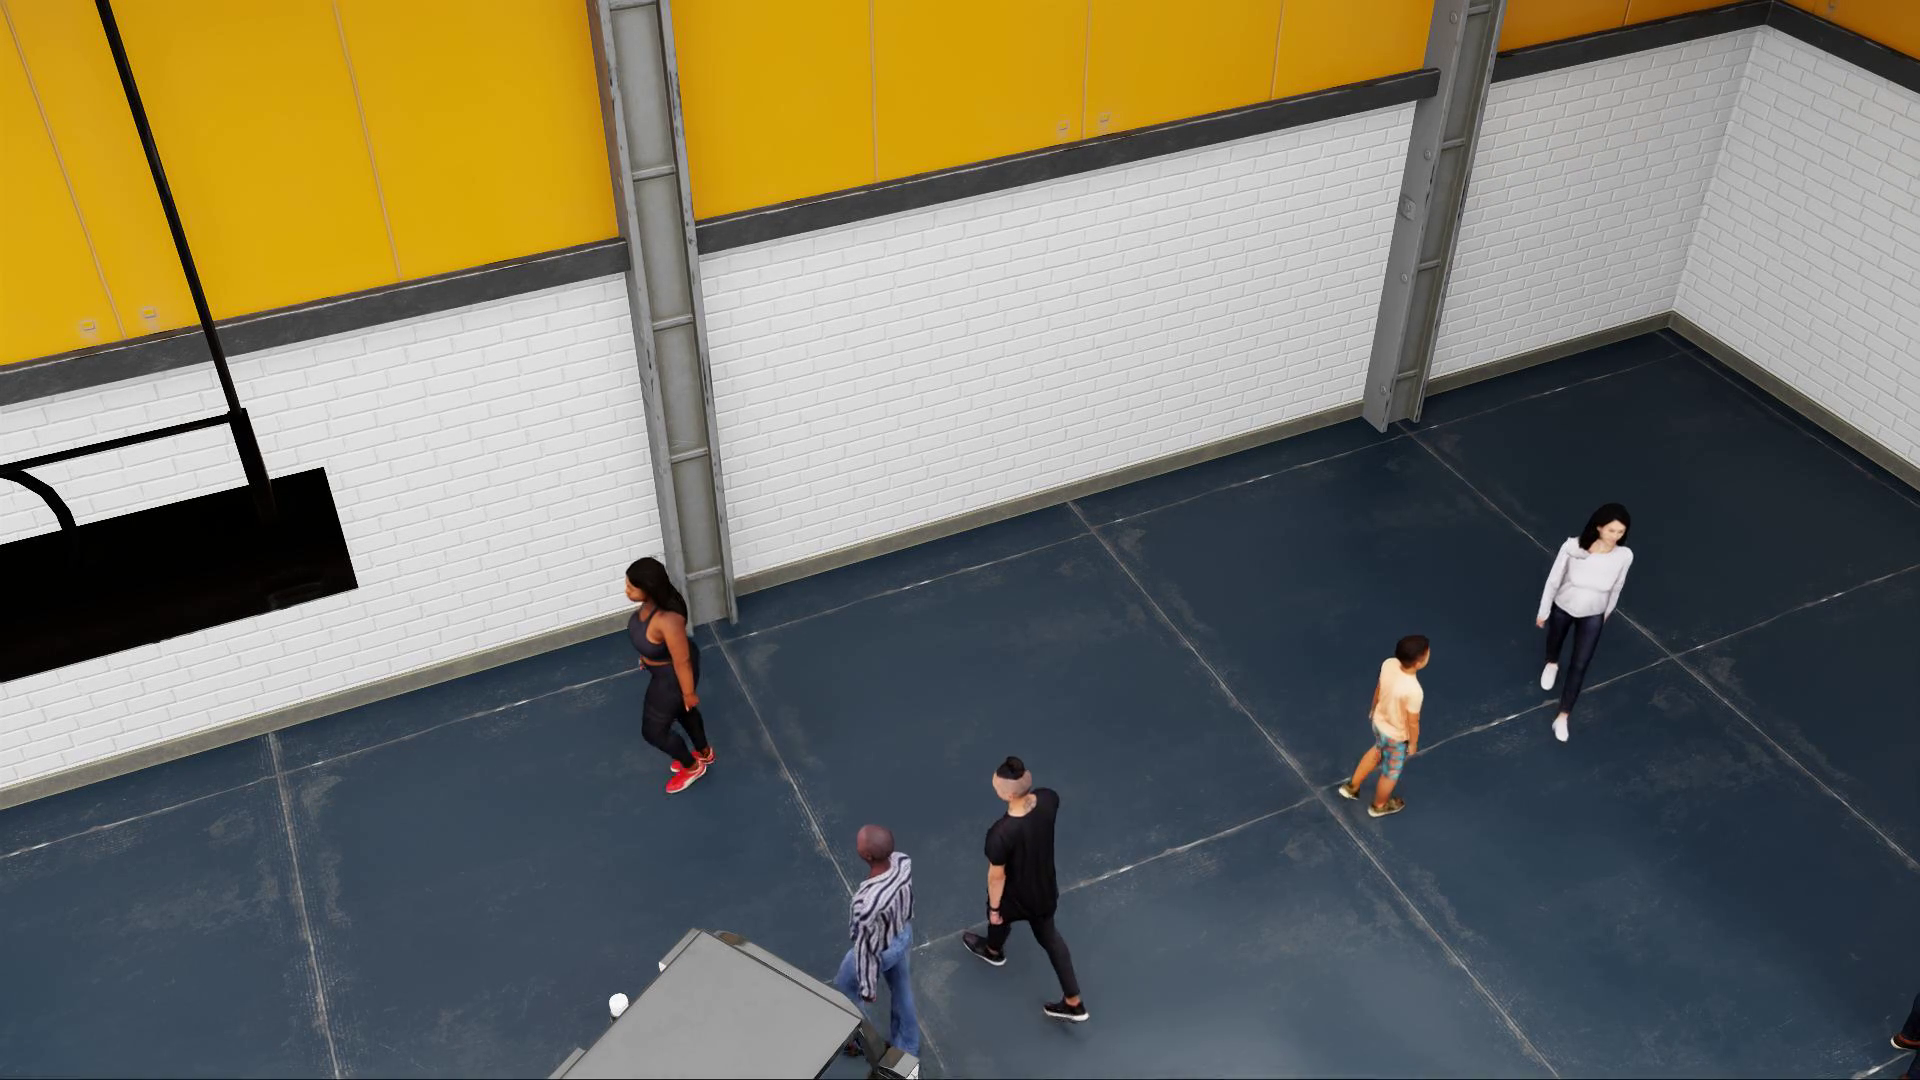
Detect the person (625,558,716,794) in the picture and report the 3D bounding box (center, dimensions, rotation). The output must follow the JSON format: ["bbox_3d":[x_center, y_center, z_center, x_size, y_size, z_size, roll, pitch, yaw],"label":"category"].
[{"bbox_3d":[-1.687,0.790,10.231,0.705,1.799,0.702,-11,40,-14],"label":"person"}]

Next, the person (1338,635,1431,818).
[{"bbox_3d":[2.567,1.149,10.060,0.645,1.451,0.534,-15,41,-18],"label":"person"}]

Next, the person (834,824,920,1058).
[{"bbox_3d":[-0.317,2.148,8.546,0.875,1.779,0.798,18,42,21],"label":"person"}]

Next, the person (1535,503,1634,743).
[{"bbox_3d":[4.027,0.395,10.839,1.076,1.658,1.133,13,40,16],"label":"person"}]

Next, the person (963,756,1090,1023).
[{"bbox_3d":[0.419,1.872,8.856,1.196,1.825,1.014,-30,48,-32],"label":"person"}]
